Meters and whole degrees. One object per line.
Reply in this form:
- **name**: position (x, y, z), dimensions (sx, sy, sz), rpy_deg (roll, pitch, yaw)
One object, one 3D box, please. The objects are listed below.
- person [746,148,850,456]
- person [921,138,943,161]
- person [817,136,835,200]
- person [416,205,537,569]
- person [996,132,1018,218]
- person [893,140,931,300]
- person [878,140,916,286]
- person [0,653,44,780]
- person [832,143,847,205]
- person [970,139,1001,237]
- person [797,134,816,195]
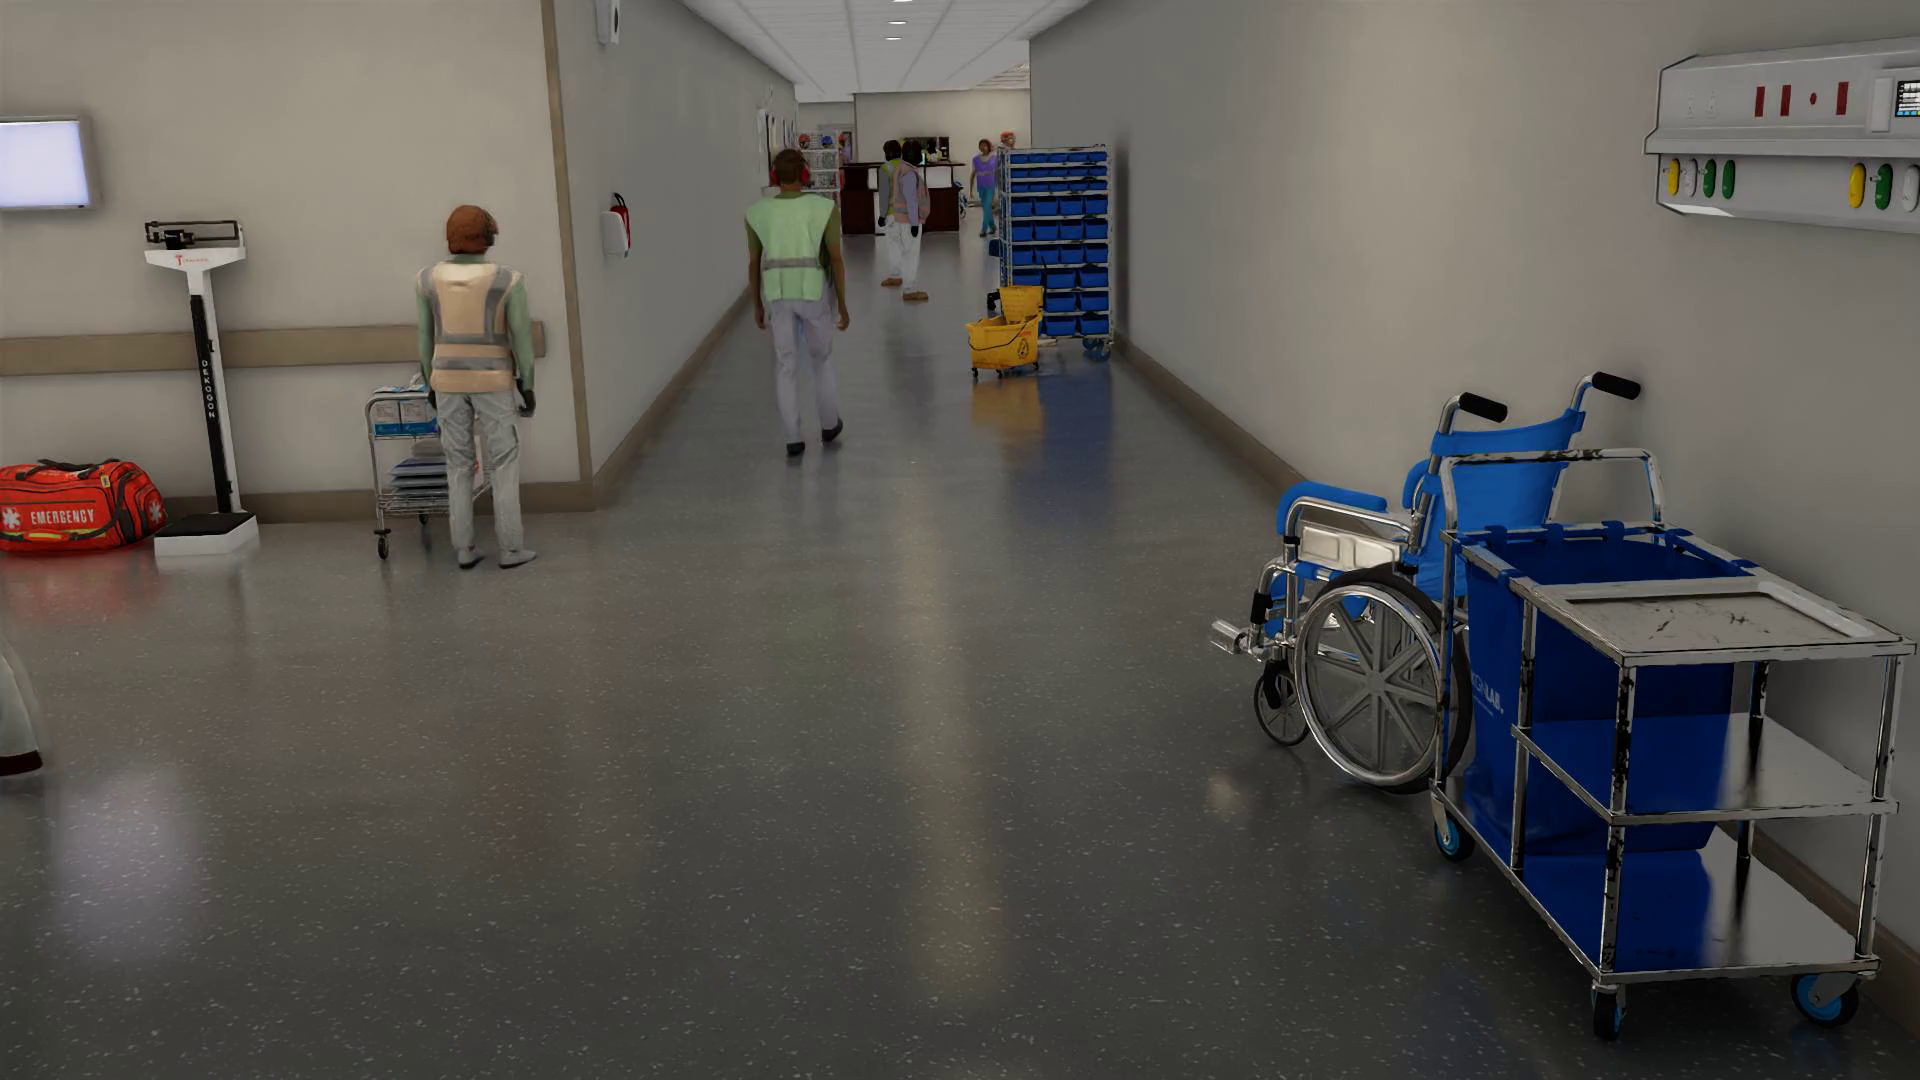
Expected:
- **person**: position (-0.968, -1.464, 10.188), dimensions (0.613, 1.810, 0.873), rpy_deg (-1, 14, 2)
- **person**: position (-0.631, -8.195, 37.781), dimensions (0.630, 1.835, 0.429), rpy_deg (-9, 16, -29)
- **person**: position (-3.037, -8.224, 37.939), dimensions (0.398, 1.943, 0.616), rpy_deg (-9, 16, -28)
- **person**: position (-2.154, -0.672, 7.460), dimensions (0.524, 1.630, 0.341), rpy_deg (-1, 14, 5)
- **person**: position (1.119, -8.214, 37.506), dimensions (0.399, 1.900, 0.644), rpy_deg (12, 19, 43)
- **person**: position (-0.551, -3.706, 19.328), dimensions (0.430, 1.836, 0.619), rpy_deg (-4, 14, -8)
- **person**: position (-0.820, -4.180, 21.291), dimensions (0.429, 1.838, 0.622), rpy_deg (11, 18, 41)
- **person**: position (-3.230, 0.009, 4.856), dimensions (0.845, 1.586, 0.535), rpy_deg (-5, 14, -14)
- **person**: position (-3.492, -10.537, 47.880), dimensions (0.525, 1.765, 0.329), rpy_deg (1, 14, 10)
- **person**: position (0.500, -6.633, 31.292), dimensions (0.583, 1.803, 0.955), rpy_deg (4, 15, 23)
- **person**: position (-3.406, -8.004, 36.974), dimensions (0.378, 1.995, 0.609), rpy_deg (-12, 17, -35)
